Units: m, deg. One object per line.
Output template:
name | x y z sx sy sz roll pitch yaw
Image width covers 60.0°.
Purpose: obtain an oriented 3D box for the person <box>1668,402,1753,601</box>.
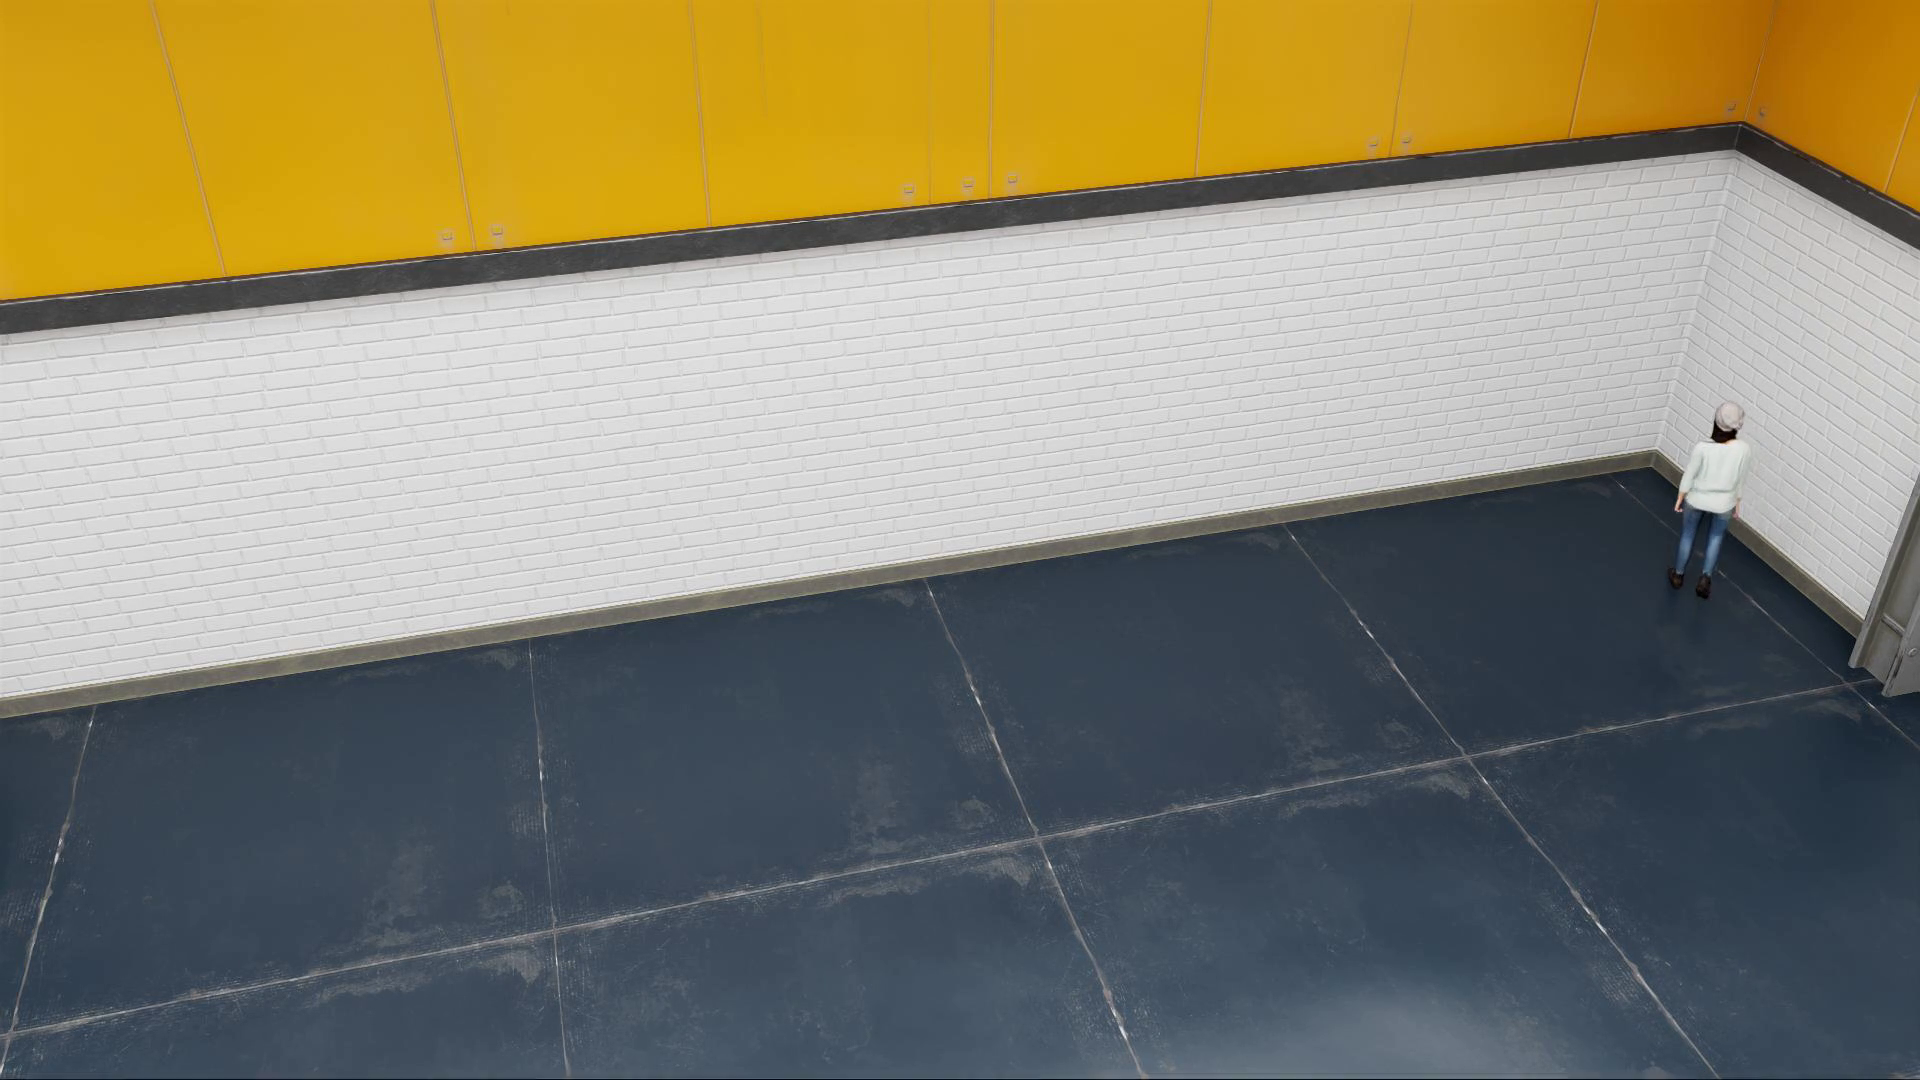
person | 5.530 -0.263 12.226 0.829 1.641 0.939 8 34 12
